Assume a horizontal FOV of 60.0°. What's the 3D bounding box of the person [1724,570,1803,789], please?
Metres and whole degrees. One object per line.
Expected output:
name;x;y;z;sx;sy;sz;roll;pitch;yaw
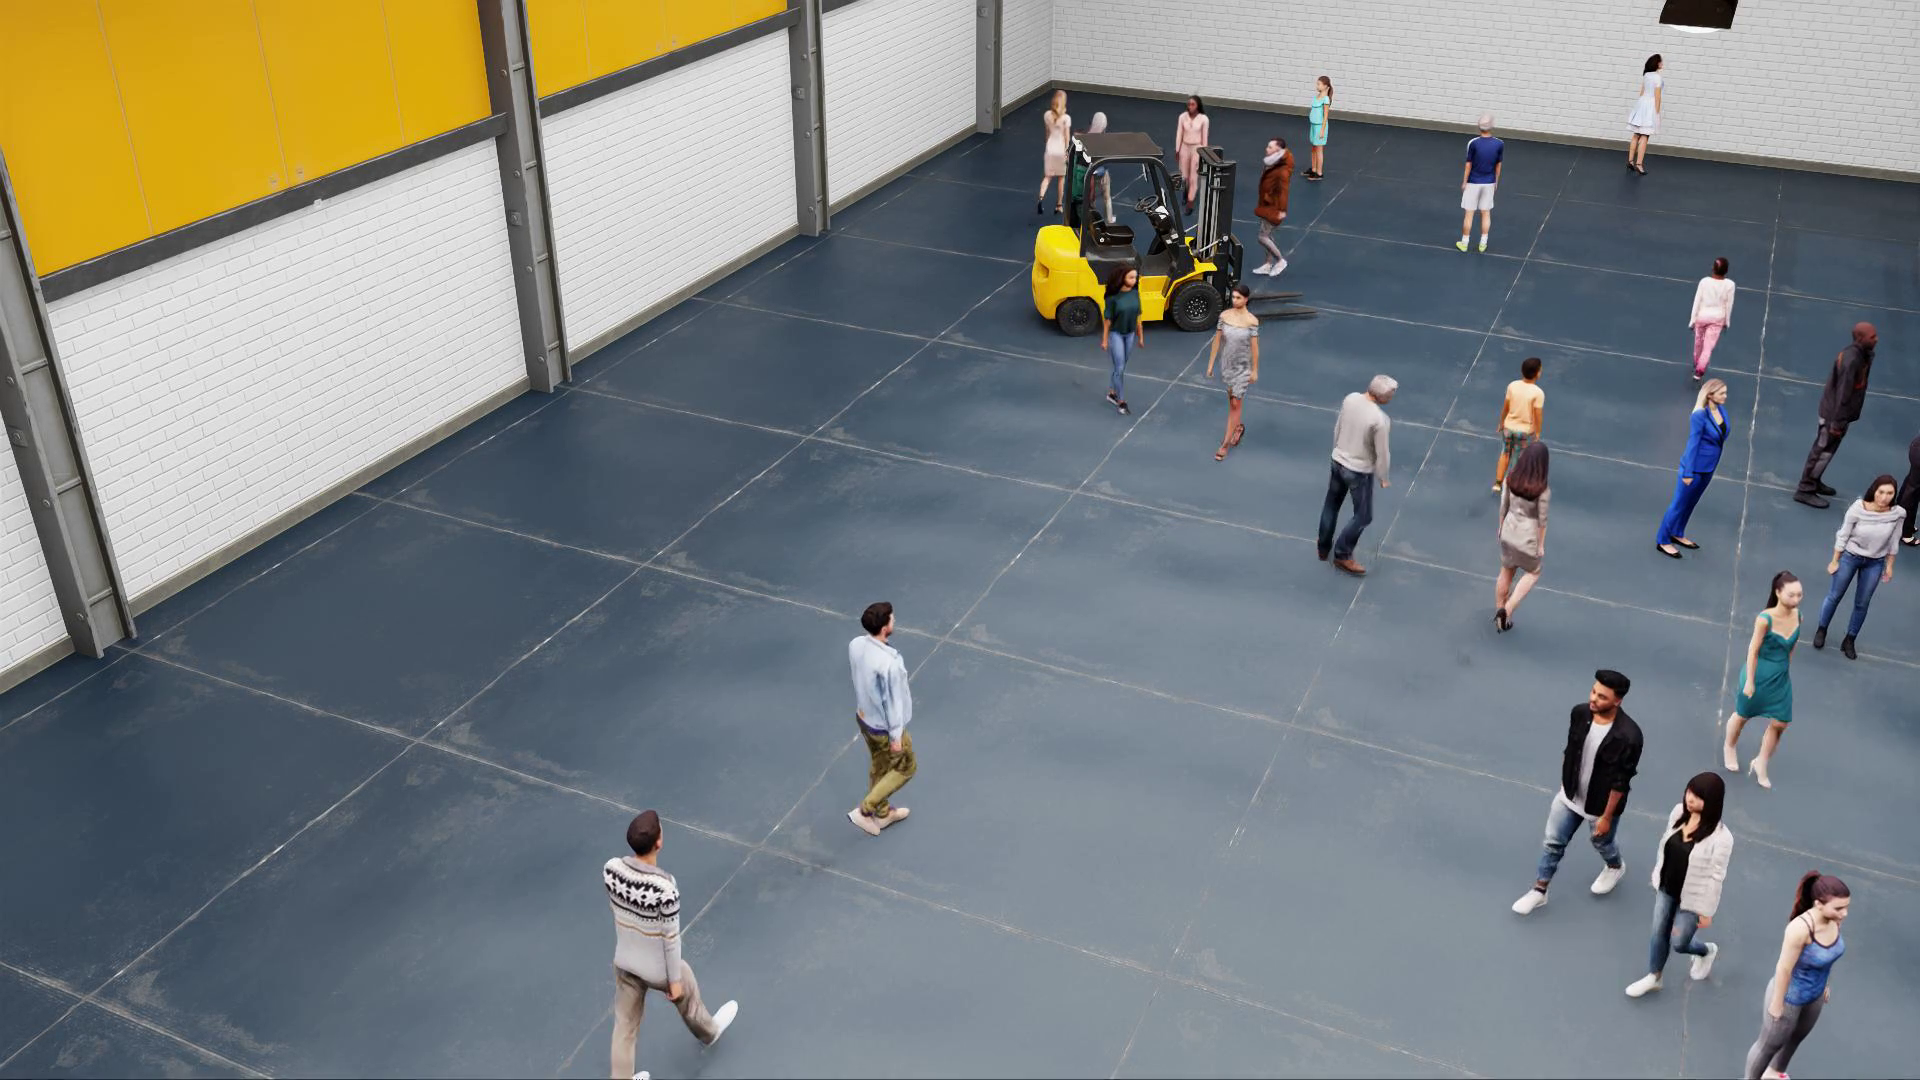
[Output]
person;5.728;0.951;11.943;0.757;1.668;0.825;-5;29;-9

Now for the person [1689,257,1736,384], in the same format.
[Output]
person;8.303;-2.425;18.394;0.633;1.419;1.022;16;33;27

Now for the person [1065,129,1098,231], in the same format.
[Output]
person;1.573;-4.451;21.672;0.757;1.835;0.764;-21;35;-33

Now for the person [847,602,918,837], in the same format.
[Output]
person;-0.594;1.254;11.245;0.937;1.804;0.878;-17;33;-28

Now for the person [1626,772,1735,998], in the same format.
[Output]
person;4.393;2.067;9.940;0.948;1.628;0.871;-13;31;-22

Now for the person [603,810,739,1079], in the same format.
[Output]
person;-1.774;2.375;9.178;0.719;1.816;1.137;14;32;24

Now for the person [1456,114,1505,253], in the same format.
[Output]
person;6.974;-4.778;22.274;0.709;1.833;0.685;2;29;3

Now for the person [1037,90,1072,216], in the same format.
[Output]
person;1.311;-5.416;23.467;0.609;1.811;0.944;15;32;26

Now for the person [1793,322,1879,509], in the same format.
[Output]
person;8.305;-1.222;15.773;0.787;1.816;0.581;18;33;29

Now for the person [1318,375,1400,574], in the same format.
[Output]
person;3.453;-0.607;14.592;0.918;1.866;0.903;-23;36;-36

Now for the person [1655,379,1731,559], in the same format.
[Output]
person;6.567;-0.652;14.853;0.648;1.696;0.761;-21;35;-33

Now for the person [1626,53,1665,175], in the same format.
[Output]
person;10.542;-6.547;25.528;0.917;1.822;0.851;-7;29;-12

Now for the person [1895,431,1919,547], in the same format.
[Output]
person;8.779;-0.770;15.107;0.640;1.660;0.459;14;32;24

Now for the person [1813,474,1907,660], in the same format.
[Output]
person;7.260;0.162;13.436;0.683;1.625;0.681;8;30;14

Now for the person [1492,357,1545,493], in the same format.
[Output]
person;5.270;-1.023;15.786;0.611;1.453;0.638;22;36;35

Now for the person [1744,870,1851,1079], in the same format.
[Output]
person;4.617;2.493;9.179;0.648;1.608;0.725;-14;32;-24

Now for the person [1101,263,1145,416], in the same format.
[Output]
person;1.687;-2.204;17.794;0.866;1.604;0.895;-15;32;-25

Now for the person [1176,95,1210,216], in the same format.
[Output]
person;3.333;-5.514;23.753;0.649;1.708;0.769;11;31;20

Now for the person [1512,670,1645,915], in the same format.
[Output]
person;4.122;1.600;10.636;1.259;1.781;1.078;-18;33;-29

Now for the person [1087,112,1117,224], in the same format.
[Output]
person;1.817;-4.980;22.831;0.610;1.654;1.075;14;32;24

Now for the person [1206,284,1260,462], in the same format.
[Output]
person;2.825;-1.735;16.739;0.744;1.791;1.003;19;34;31

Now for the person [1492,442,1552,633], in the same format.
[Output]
person;4.526;0.033;13.556;0.781;1.735;0.739;-22;35;-34

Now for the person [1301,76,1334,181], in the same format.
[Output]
person;5.462;-6.278;25.311;0.703;1.558;0.627;-6;29;-11

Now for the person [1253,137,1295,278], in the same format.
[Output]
person;4.086;-4.270;21.348;0.912;1.827;0.829;-2;29;-4
